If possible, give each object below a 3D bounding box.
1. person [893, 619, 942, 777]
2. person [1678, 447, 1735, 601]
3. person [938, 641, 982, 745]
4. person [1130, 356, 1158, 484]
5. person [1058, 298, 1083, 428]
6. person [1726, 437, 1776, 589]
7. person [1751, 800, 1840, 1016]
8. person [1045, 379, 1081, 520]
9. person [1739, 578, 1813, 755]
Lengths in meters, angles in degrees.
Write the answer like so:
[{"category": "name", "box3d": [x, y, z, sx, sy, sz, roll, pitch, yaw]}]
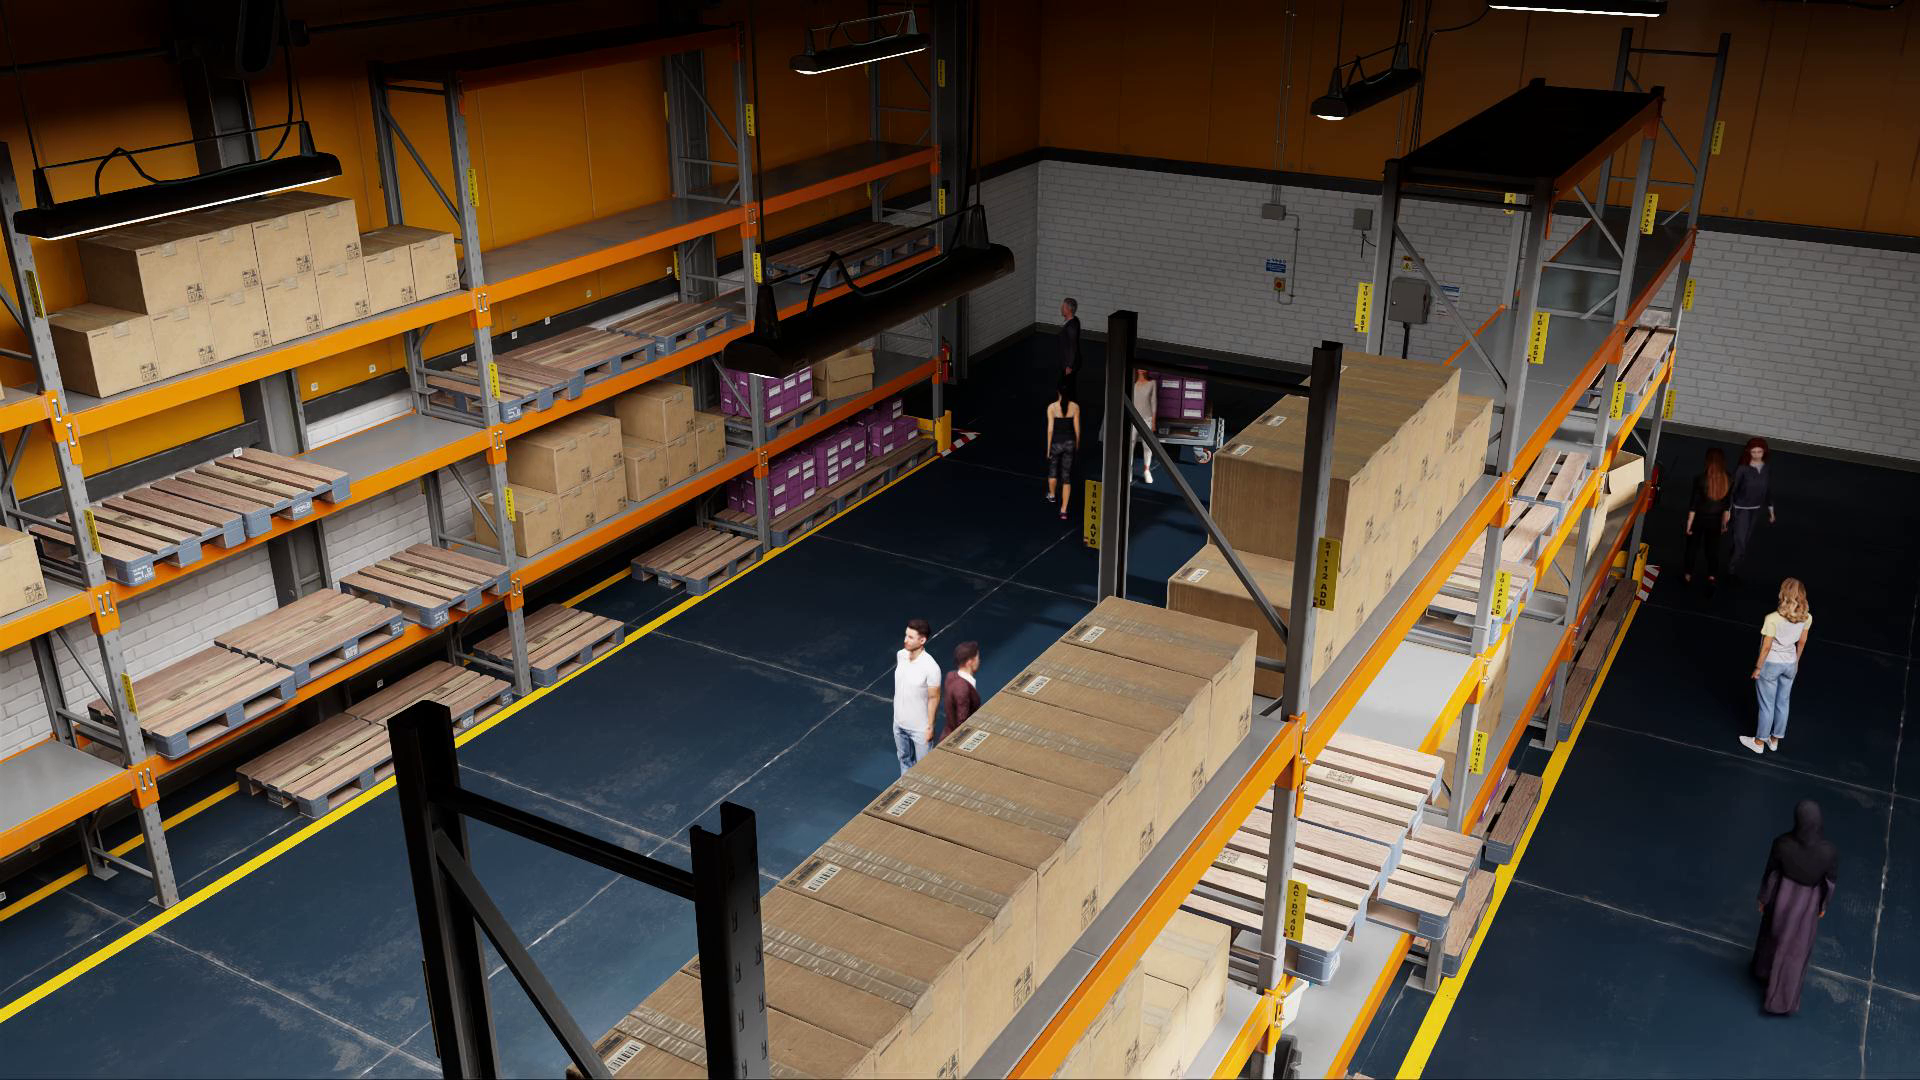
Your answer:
[{"category": "person", "box3d": [-0.381, 1.513, 14.106, 0.687, 1.867, 0.739, -20, 31, -38]}, {"category": "person", "box3d": [8.181, -0.156, 18.153, 0.892, 1.683, 1.129, 2, 24, 5]}, {"category": "person", "box3d": [-0.032, 1.710, 13.682, 0.872, 1.846, 0.809, -4, 24, -10]}, {"category": "person", "box3d": [2.307, -1.559, 21.334, 0.663, 1.706, 0.672, 2, 24, 5]}, {"category": "person", "box3d": [1.532, -2.510, 23.342, 0.859, 1.841, 0.729, 1, 24, 1]}, {"category": "person", "box3d": [8.649, -0.333, 18.456, 0.751, 1.766, 0.820, -9, 25, -20]}, {"category": "person", "box3d": [5.962, 2.621, 11.892, 0.650, 1.610, 0.885, 19, 30, 36]}, {"category": "person", "box3d": [1.262, -1.078, 20.244, 0.949, 1.699, 1.087, -3, 24, -6]}, {"category": "person", "box3d": [7.444, 1.146, 15.127, 0.706, 1.722, 0.754, -5, 24, -11]}]
